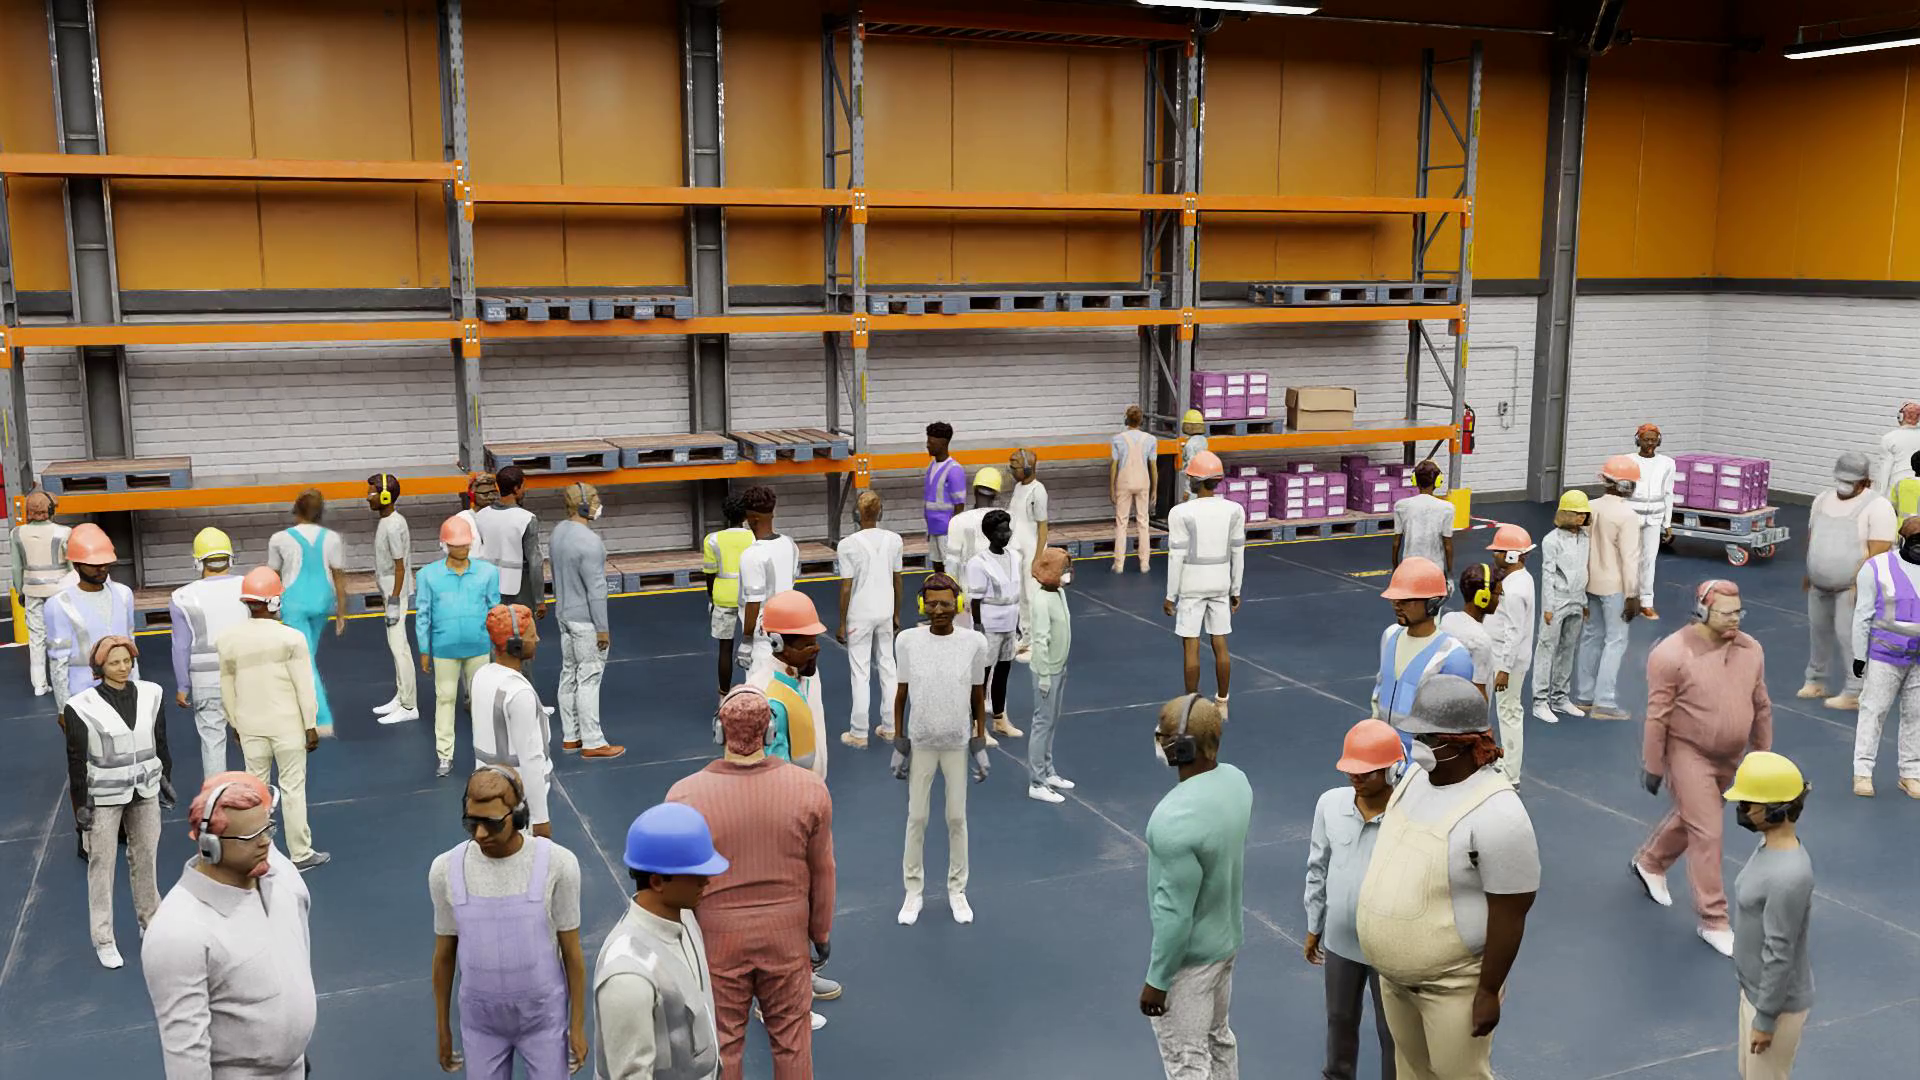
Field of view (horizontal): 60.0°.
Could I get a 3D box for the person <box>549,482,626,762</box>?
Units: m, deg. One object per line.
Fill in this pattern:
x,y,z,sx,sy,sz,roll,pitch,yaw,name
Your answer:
-2.598,0.559,11.490,0.370,1.940,0.630,-8,13,-39,person

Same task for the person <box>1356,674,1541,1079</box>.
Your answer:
1.680,1.470,5.942,0.539,2.000,0.689,-3,10,-17,person

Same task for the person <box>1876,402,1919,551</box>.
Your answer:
10.102,-0.527,17.836,0.641,1.909,0.409,-1,10,-4,person

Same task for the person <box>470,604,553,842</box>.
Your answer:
-2.079,1.225,7.811,0.351,1.882,0.581,-8,13,-38,person

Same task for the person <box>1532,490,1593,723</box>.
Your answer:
4.545,0.487,12.462,0.483,1.745,0.304,-6,11,-30,person

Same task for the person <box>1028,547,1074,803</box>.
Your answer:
0.588,0.850,10.687,0.271,1.632,0.507,3,10,16,person

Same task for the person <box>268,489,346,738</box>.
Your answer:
-4.786,0.517,12.169,0.500,1.782,0.875,-10,14,-44,person

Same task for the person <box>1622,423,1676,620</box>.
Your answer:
6.501,-0.172,15.862,0.575,1.882,0.355,1,10,3,person

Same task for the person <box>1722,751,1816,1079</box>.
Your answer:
2.857,1.615,5.938,0.342,1.757,0.533,4,11,21,person

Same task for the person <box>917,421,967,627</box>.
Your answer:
-0.153,-0.115,15.288,0.372,1.966,0.608,-4,11,-24,person

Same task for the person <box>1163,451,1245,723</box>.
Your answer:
1.798,0.356,12.340,0.616,2.046,0.369,-3,10,-17,person

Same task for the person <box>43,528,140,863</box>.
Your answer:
-4.952,0.885,9.612,0.362,1.935,0.553,5,11,25,person

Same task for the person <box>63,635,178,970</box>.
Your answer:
-4.145,1.271,8.242,0.310,1.642,0.514,6,12,32,person

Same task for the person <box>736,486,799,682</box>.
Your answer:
-1.304,0.611,11.125,0.367,1.960,0.607,4,11,21,person

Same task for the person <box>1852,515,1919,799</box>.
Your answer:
6.062,0.750,10.669,0.633,1.841,0.429,2,10,9,person

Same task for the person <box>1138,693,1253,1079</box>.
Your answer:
0.838,1.499,6.069,0.372,1.940,0.632,6,11,29,person

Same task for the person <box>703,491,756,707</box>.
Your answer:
-1.683,0.472,12.686,0.535,1.697,0.318,0,10,-2,person

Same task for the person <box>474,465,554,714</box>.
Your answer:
-3.367,0.398,12.477,0.596,1.915,0.374,5,11,26,person

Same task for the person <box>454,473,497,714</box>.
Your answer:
-3.636,0.398,12.679,0.373,1.843,0.571,6,11,30,person

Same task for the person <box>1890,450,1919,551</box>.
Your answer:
8.870,-0.008,15.460,0.322,1.693,0.535,-3,10,-16,person

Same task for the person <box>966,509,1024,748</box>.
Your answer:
0.258,0.618,11.847,0.317,1.696,0.537,8,13,39,person

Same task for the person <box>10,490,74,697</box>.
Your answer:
-7.170,0.429,13.096,0.524,1.639,0.306,0,10,-3,person

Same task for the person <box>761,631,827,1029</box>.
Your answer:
-0.802,1.245,7.591,0.398,1.920,0.589,0,10,1,person

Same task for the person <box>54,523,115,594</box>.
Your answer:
-5.653,0.756,10.885,0.342,1.751,0.563,-1,10,-3,person

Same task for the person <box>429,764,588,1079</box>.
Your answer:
-1.518,1.632,5.615,0.516,1.835,0.355,0,10,-2,person

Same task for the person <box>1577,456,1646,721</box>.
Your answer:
4.876,0.357,12.519,0.461,1.981,0.647,-3,10,-18,person

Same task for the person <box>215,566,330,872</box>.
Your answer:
-3.874,1.014,9.388,0.560,1.755,0.318,2,10,9,person

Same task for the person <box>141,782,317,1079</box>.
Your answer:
-2.202,1.671,5.170,0.407,1.906,0.655,1,10,4,person

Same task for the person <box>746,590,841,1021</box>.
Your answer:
-0.774,1.206,7.598,0.381,1.994,0.622,4,10,20,person

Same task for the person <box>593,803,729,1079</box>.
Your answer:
-0.867,1.705,4.880,0.416,1.941,0.608,1,10,4,person

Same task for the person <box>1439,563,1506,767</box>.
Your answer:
2.744,1.033,9.010,0.334,1.857,0.528,-2,10,-9,person

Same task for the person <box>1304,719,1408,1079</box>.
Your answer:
1.566,1.535,6.396,0.573,1.749,0.342,9,13,42,person

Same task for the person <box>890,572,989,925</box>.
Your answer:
-0.105,1.081,8.676,0.518,1.874,0.327,0,10,-2,person

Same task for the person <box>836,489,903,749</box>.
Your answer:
-0.644,0.558,11.764,0.507,1.846,0.345,-6,12,-31,person

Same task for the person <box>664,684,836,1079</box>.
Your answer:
-0.791,1.480,6.276,0.641,1.908,0.408,-2,10,-14,person

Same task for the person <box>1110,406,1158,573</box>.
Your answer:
1.902,-0.551,18.209,0.521,1.834,0.358,-1,10,-3,person

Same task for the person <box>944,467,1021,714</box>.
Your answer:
0.118,0.402,12.572,0.701,1.891,0.484,-5,11,-28,person

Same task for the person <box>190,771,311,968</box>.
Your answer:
-2.462,1.641,5.812,0.334,1.743,0.560,-10,14,-44,person

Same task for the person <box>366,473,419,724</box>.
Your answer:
-4.255,0.430,12.428,0.326,1.871,0.520,-4,11,-23,person

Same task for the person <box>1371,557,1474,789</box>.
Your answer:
2.201,1.089,8.130,0.370,2.044,0.608,-5,11,-25,person

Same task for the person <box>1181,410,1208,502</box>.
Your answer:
2.617,-0.594,18.694,0.317,1.743,0.488,5,11,28,person

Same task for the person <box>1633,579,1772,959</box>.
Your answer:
3.833,1.099,8.598,0.655,1.869,0.959,-3,10,-17,person

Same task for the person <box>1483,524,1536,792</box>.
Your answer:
3.555,0.765,10.831,0.326,1.752,0.559,3,10,19,person

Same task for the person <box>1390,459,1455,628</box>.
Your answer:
3.712,0.282,13.323,0.509,1.860,0.334,6,11,31,person

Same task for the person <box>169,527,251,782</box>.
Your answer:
-4.532,0.829,10.244,0.591,1.830,0.403,-8,13,-38,person

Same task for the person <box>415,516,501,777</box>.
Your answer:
-3.352,0.706,11.174,0.573,1.749,0.333,-4,11,-23,person

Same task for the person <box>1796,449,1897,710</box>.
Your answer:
6.784,0.276,12.821,0.544,2.000,0.729,-4,11,-21,person

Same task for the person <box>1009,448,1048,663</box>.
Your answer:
0.564,0.126,14.268,0.337,1.838,0.514,-4,11,-24,person
